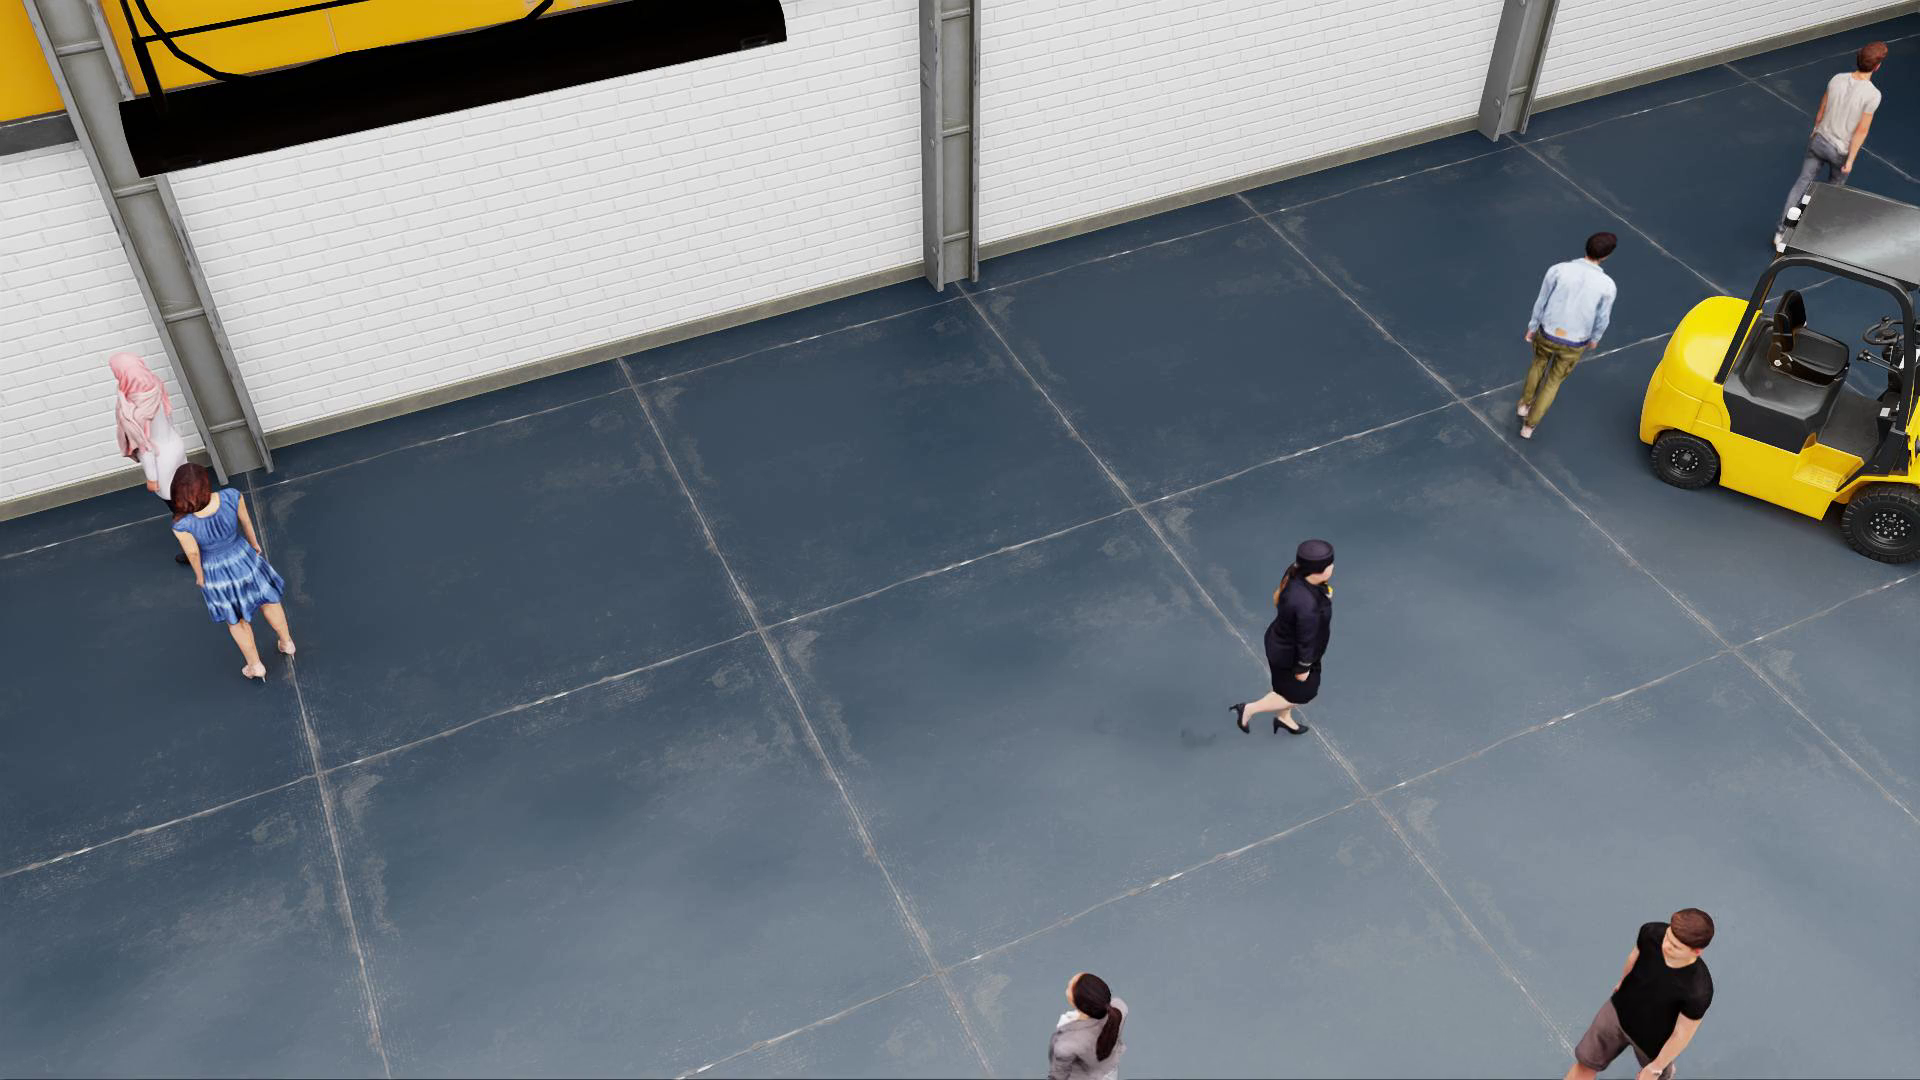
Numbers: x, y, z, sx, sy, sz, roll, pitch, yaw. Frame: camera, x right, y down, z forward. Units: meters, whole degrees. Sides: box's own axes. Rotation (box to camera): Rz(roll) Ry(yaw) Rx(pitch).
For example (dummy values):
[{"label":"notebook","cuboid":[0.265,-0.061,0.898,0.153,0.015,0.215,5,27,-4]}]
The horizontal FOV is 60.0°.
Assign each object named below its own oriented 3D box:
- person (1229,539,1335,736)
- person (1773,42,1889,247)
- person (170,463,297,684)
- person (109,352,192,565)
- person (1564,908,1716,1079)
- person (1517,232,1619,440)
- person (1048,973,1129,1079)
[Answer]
[{"label":"person","cuboid":[2.004,0.671,10.318,0.943,1.662,0.878,3,44,3]},{"label":"person","cuboid":[7.510,-3.383,14.438,1.210,1.850,0.851,-27,50,-25]},{"label":"person","cuboid":[-4.686,0.202,10.706,0.809,1.806,0.670,29,51,27]},{"label":"person","cuboid":[-5.510,-0.570,11.518,0.757,1.804,0.735,3,44,3]},{"label":"person","cuboid":[3.531,2.424,8.367,1.188,1.815,0.737,-14,45,-15]},{"label":"person","cuboid":[4.507,-1.483,12.486,0.865,1.790,0.913,19,47,19]},{"label":"person","cuboid":[0.657,2.703,8.183,0.694,1.665,0.746,-27,50,-26]}]
